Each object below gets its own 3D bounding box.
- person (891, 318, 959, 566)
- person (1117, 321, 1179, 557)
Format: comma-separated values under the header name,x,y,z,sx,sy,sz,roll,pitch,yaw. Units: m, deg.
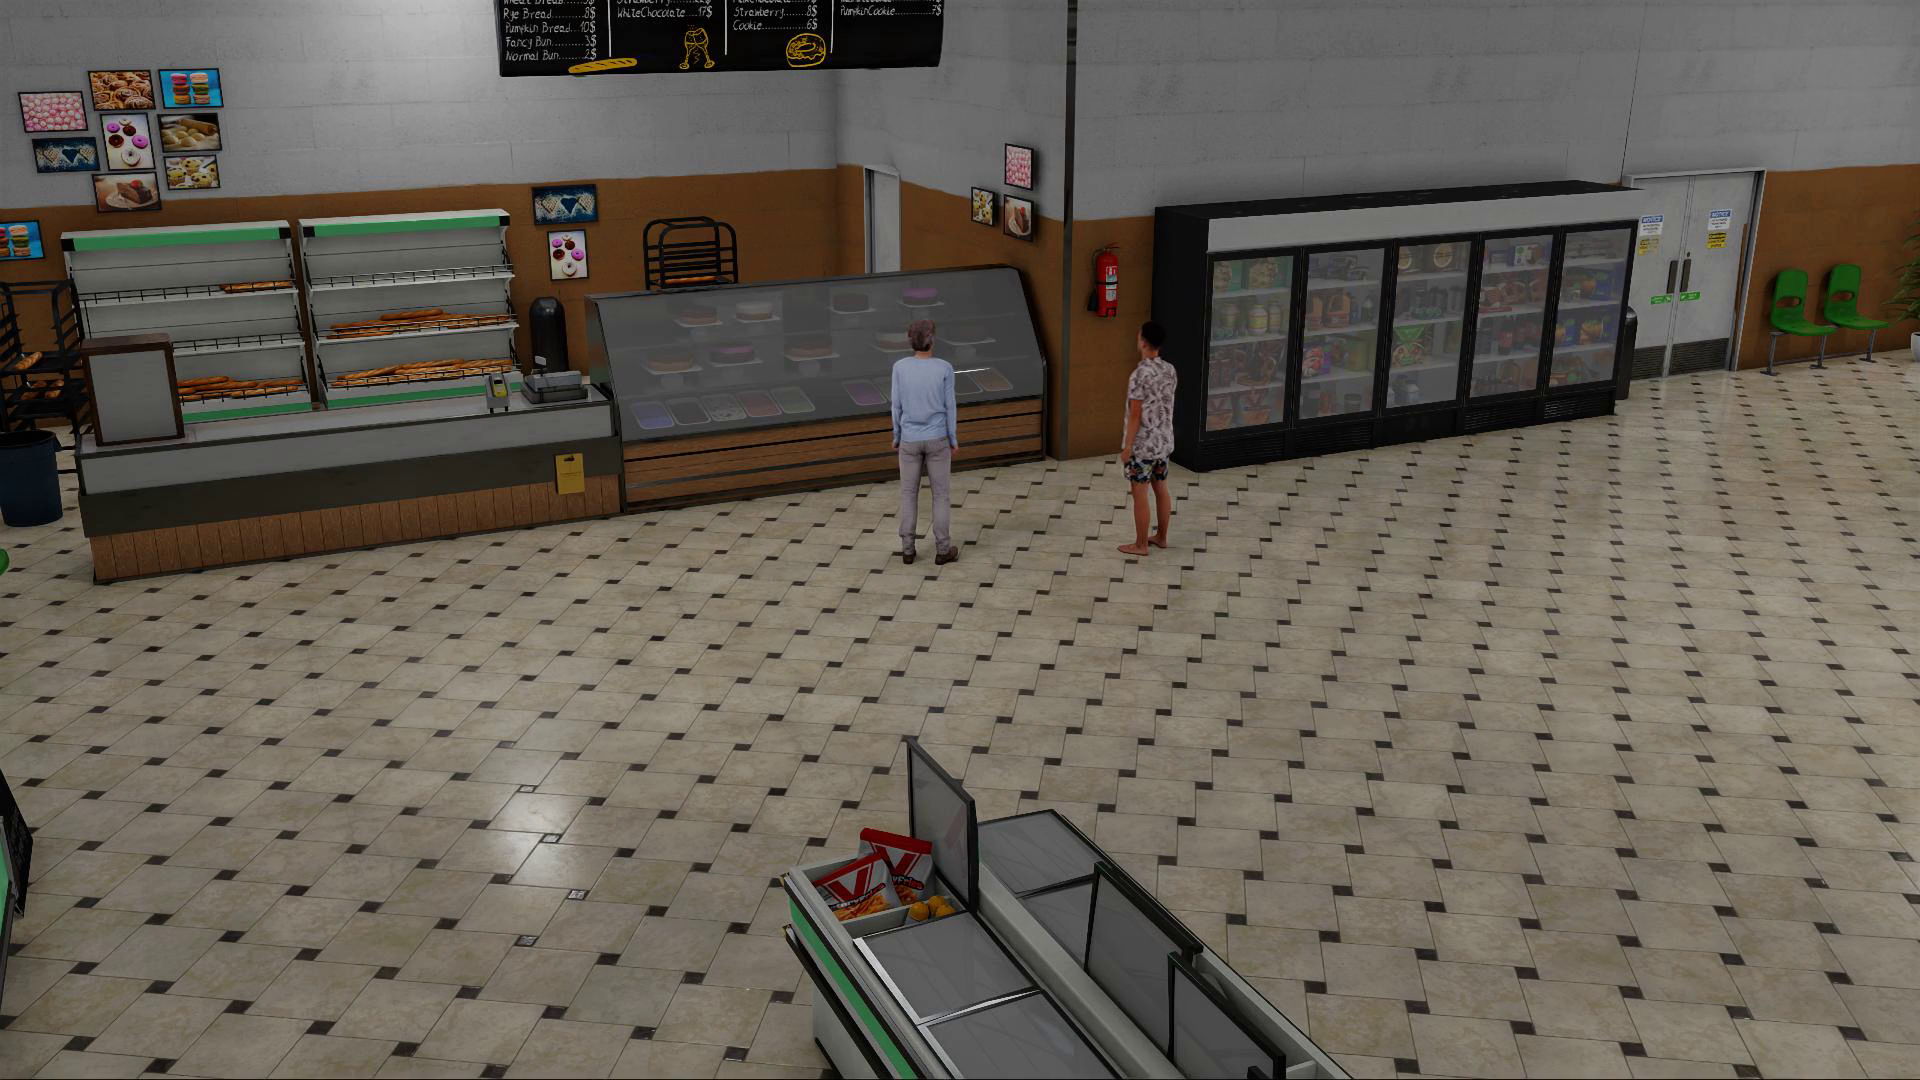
name,x,y,z,sx,sy,sz,roll,pitch,yaw
person,-0.270,-0.746,12.624,0.757,1.893,0.770,3,19,8
person,1.471,-0.785,12.861,0.731,1.816,0.677,-16,25,-40
